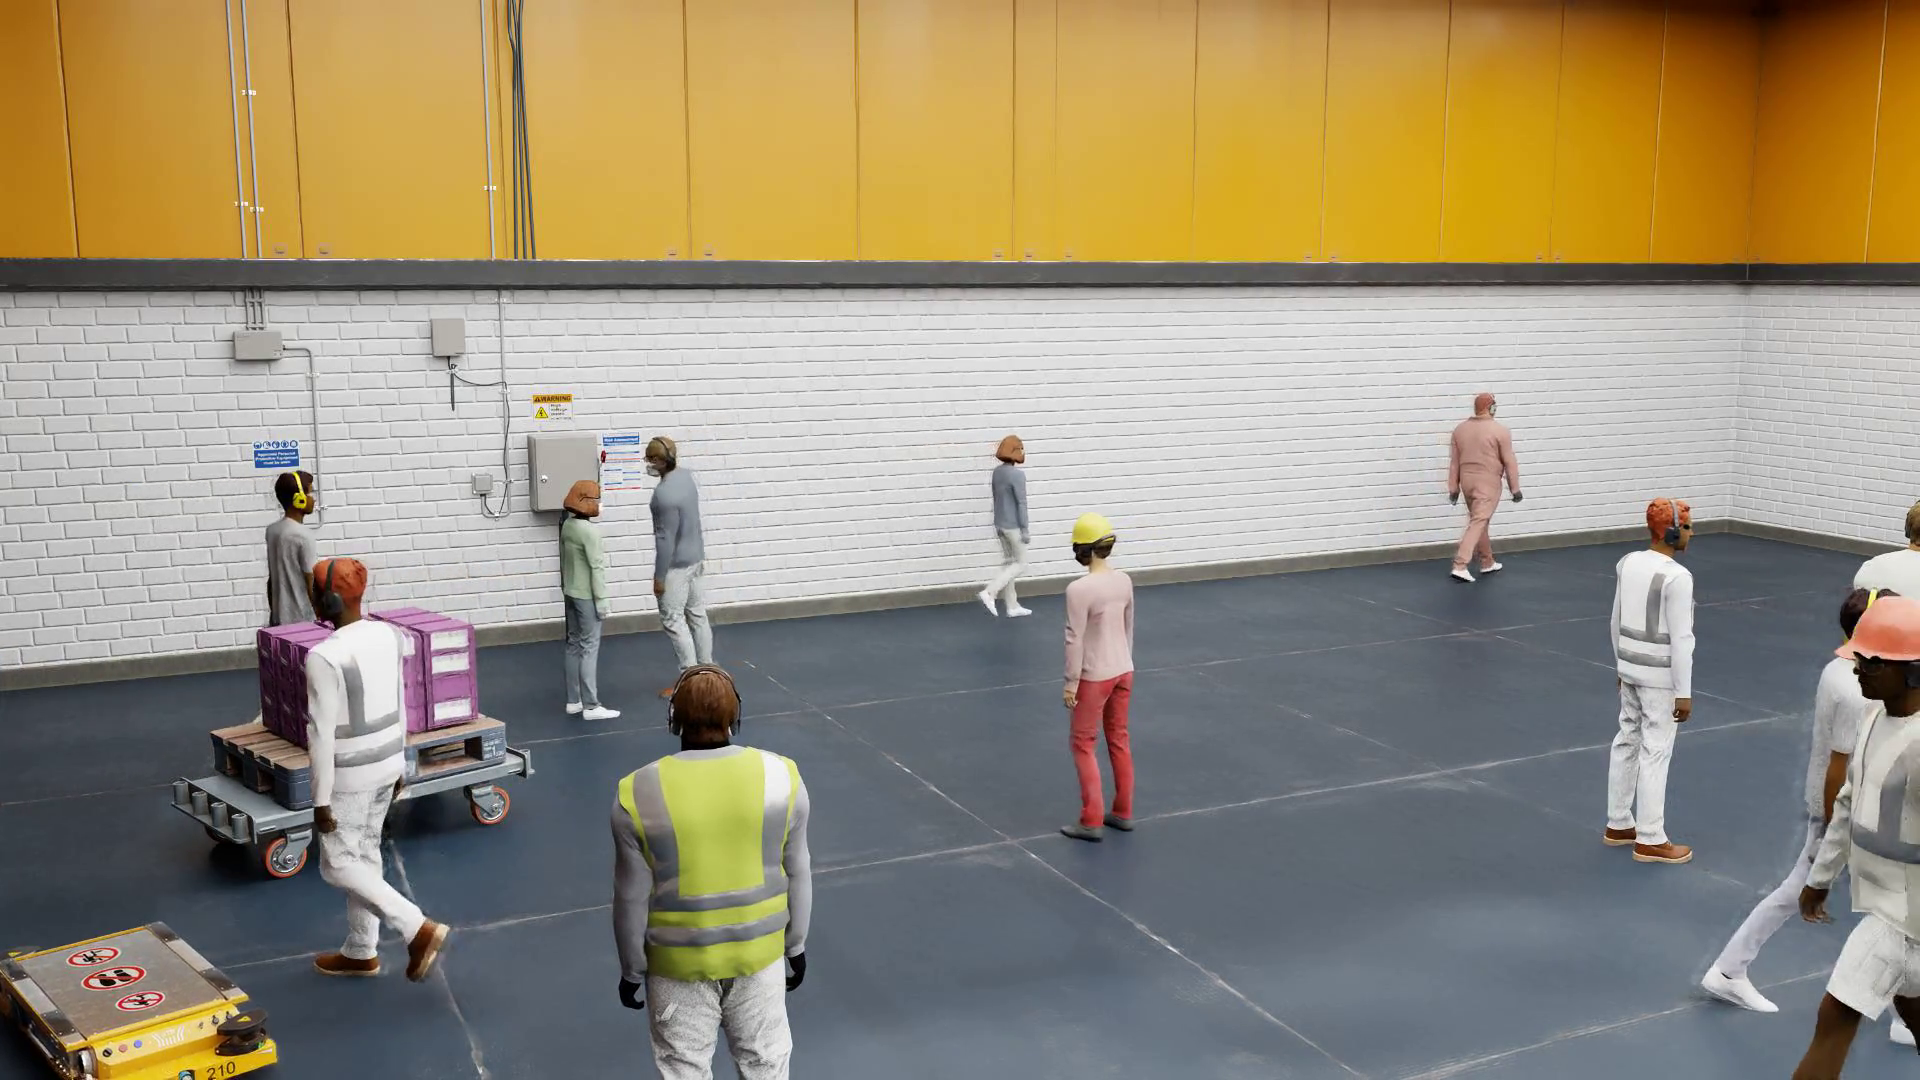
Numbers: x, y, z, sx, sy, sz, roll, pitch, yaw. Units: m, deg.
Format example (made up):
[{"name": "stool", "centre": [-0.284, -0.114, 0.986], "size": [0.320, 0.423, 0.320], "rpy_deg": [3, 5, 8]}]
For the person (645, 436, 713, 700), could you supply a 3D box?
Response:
[{"name": "person", "centre": [-1.997, 0.183, 11.930], "size": [0.375, 1.897, 0.827], "rpy_deg": [1, 9, 9]}]

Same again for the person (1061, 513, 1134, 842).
[{"name": "person", "centre": [0.733, 0.729, 8.976], "size": [0.410, 1.743, 0.528], "rpy_deg": [8, 12, 42]}]

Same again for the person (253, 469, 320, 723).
[{"name": "person", "centre": [-4.058, 0.499, 10.088], "size": [0.782, 1.848, 0.523], "rpy_deg": [-9, 13, -43]}]

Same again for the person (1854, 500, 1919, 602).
[{"name": "person", "centre": [4.724, 0.749, 8.234], "size": [0.371, 1.941, 0.627], "rpy_deg": [-6, 11, -31]}]

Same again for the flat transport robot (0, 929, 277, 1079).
[{"name": "flat transport robot", "centre": [-3.308, 1.846, 6.586], "size": [0.652, 0.197, 1.431], "rpy_deg": [-8, 13, -42]}]

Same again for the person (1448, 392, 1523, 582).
[{"name": "person", "centre": [5.150, -0.526, 16.430], "size": [1.005, 1.859, 0.654], "rpy_deg": [-6, 11, -33]}]

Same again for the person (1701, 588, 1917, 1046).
[{"name": "person", "centre": [3.505, 1.072, 6.597], "size": [0.967, 1.832, 0.514], "rpy_deg": [3, 10, 20]}]

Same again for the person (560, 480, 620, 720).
[{"name": "person", "centre": [-2.548, 0.402, 11.339], "size": [0.287, 1.631, 0.501], "rpy_deg": [-7, 12, -37]}]

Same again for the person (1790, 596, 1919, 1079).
[{"name": "person", "centre": [2.936, 1.168, 5.455], "size": [1.017, 1.991, 0.639], "rpy_deg": [2, 9, 12]}]

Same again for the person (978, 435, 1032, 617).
[{"name": "person", "centre": [0.410, -0.108, 14.509], "size": [0.506, 1.618, 0.520], "rpy_deg": [-4, 10, -26]}]

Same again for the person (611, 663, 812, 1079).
[{"name": "person", "centre": [-0.770, 1.289, 5.188], "size": [0.620, 1.845, 0.429], "rpy_deg": [-3, 10, -19]}]

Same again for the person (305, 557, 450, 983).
[{"name": "person", "centre": [-2.480, 0.990, 7.001], "size": [0.636, 1.865, 0.576], "rpy_deg": [3, 10, 16]}]

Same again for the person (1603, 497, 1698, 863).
[{"name": "person", "centre": [3.589, 0.716, 8.609], "size": [0.338, 1.882, 0.583], "rpy_deg": [-2, 9, -10]}]
